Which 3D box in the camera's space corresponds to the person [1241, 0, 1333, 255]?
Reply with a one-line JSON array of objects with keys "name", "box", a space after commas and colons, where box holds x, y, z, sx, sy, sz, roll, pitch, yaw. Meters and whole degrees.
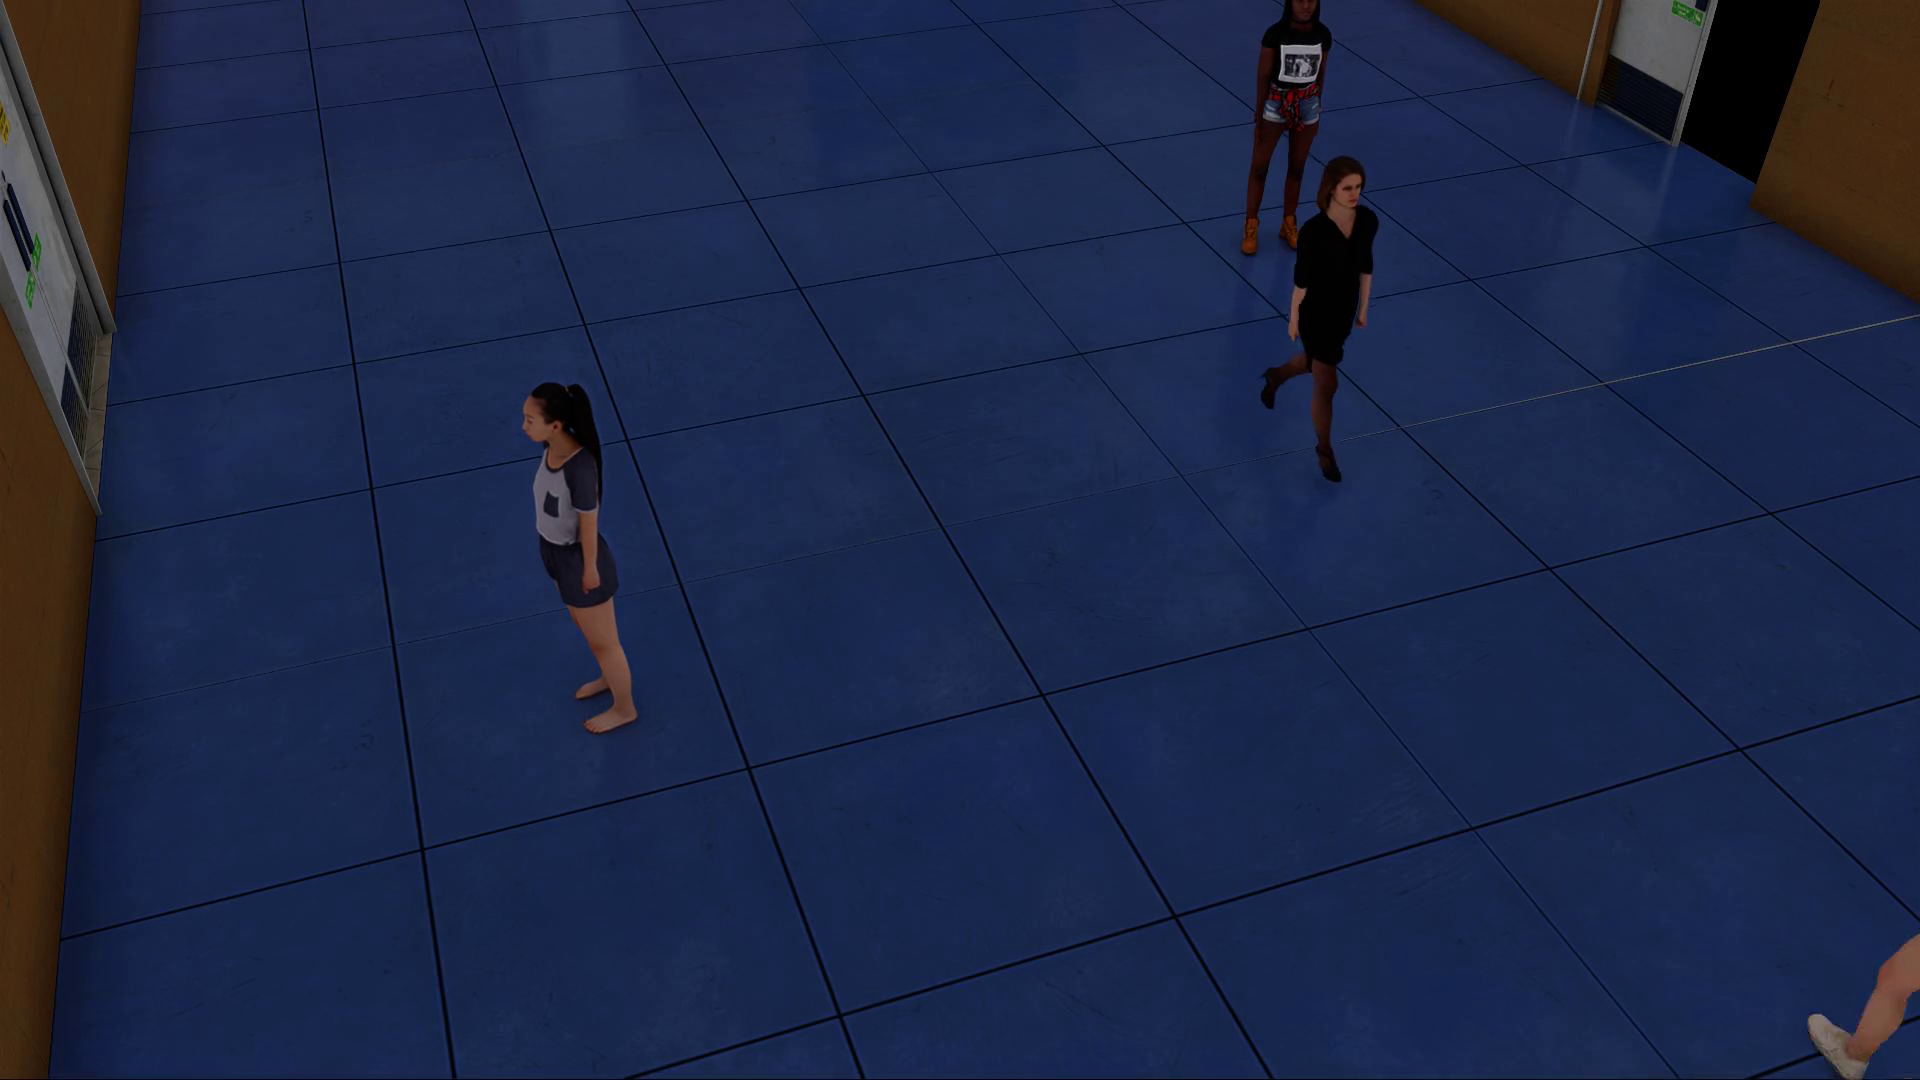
[{"name": "person", "box": [2.031, -2.631, 10.330, 0.595, 1.729, 0.716, -5, 37, -6]}]

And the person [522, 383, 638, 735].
[{"name": "person", "box": [-1.533, 0.074, 6.795, 0.569, 1.646, 0.624, -20, 41, -24]}]

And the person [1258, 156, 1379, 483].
[{"name": "person", "box": [1.805, -1.159, 8.400, 0.987, 1.675, 0.719, -16, 40, -20]}]
